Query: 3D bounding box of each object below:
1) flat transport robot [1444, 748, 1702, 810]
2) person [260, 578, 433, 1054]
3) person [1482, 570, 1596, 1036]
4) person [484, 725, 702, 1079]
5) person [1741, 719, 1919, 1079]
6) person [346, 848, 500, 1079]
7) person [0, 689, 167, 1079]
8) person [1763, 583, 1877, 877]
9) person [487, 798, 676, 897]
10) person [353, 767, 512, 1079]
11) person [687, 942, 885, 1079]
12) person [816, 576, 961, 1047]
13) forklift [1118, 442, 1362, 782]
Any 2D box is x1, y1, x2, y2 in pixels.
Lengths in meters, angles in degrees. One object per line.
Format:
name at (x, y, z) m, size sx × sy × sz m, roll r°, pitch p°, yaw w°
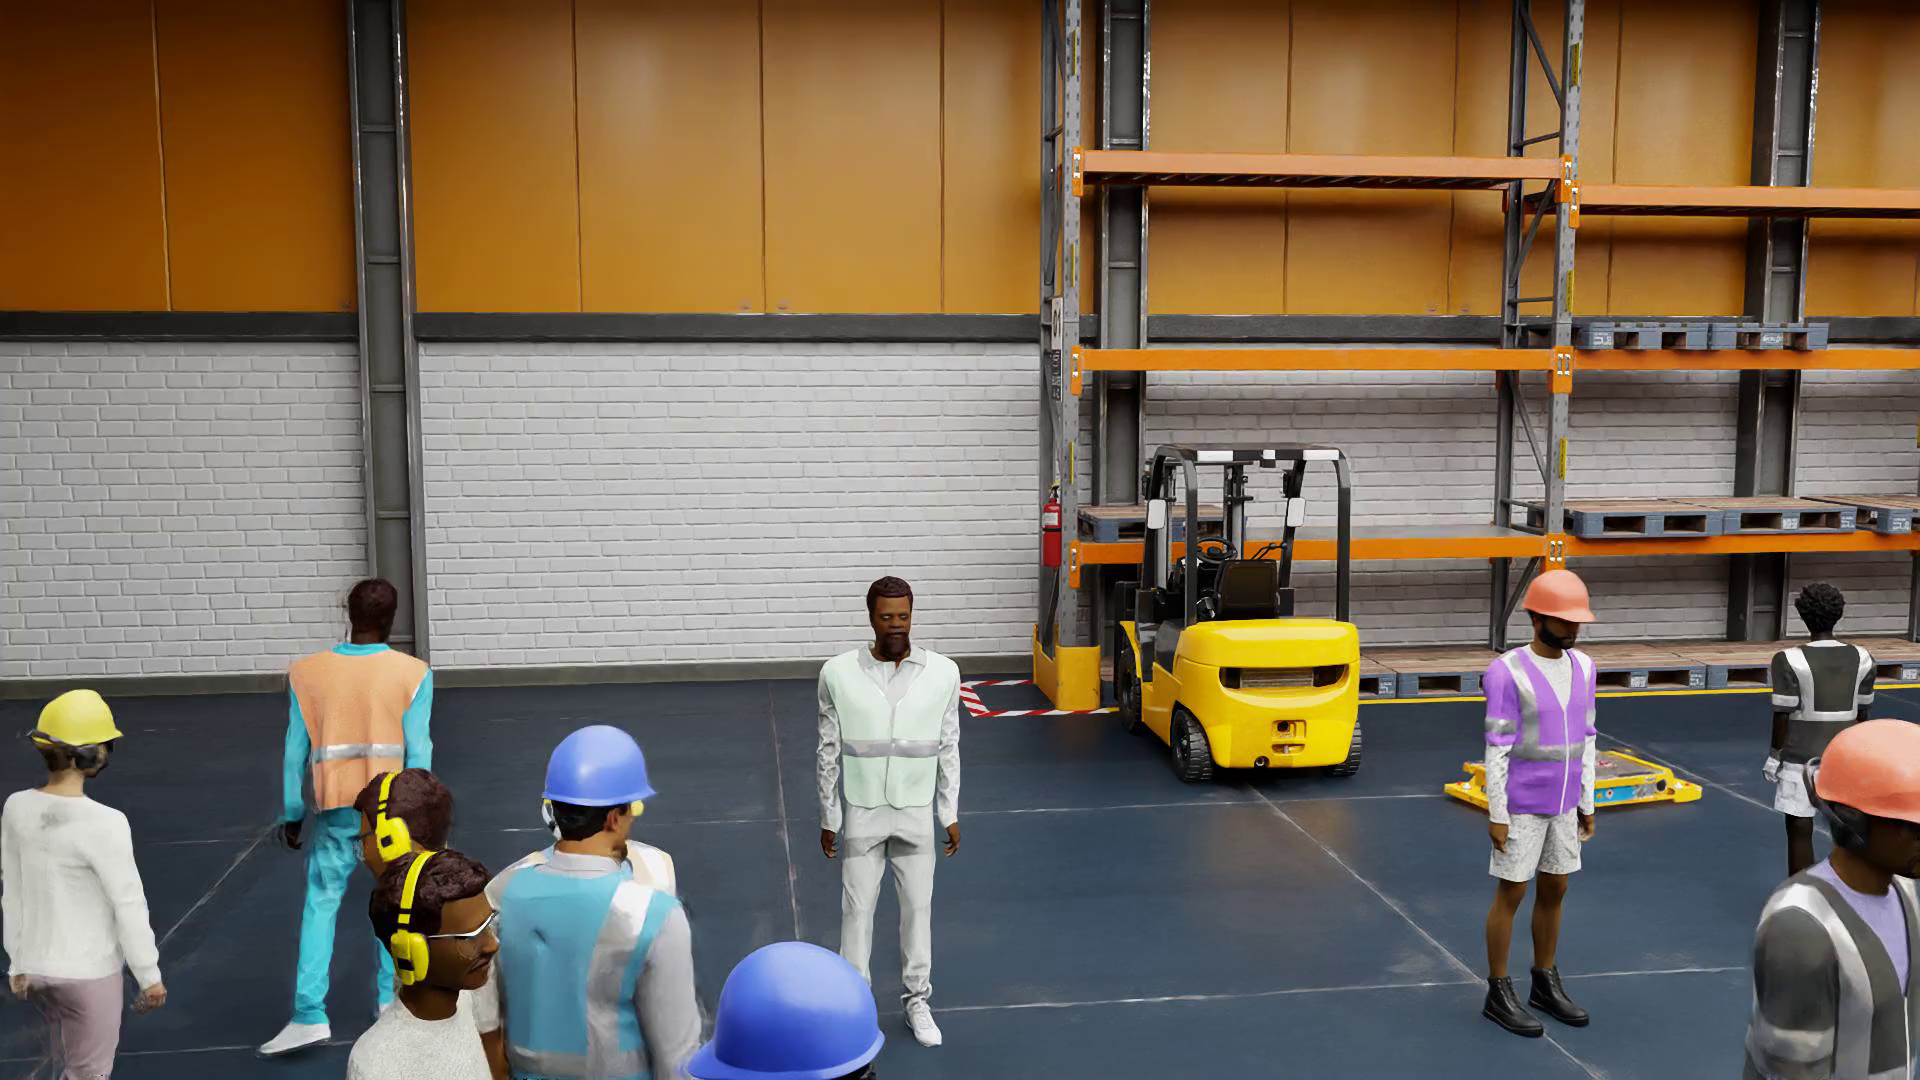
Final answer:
flat transport robot at (3.811, 1.503, 10.341) m, size 1.431 × 0.197 × 0.652 m, roll -2°, pitch 7°, yaw -20°
person at (-2.492, 1.115, 6.835) m, size 0.621 × 1.879 × 0.749 m, roll -1°, pitch 7°, yaw -5°
person at (2.422, 1.077, 6.881) m, size 0.545 × 1.930 × 0.387 m, roll -3°, pitch 7°, yaw -23°
person at (-0.870, 1.407, 3.968) m, size 0.637 × 1.939 × 0.442 m, roll 3°, pitch 7°, yaw 28°
person at (1.979, 1.389, 3.725) m, size 0.608 × 2.031 × 0.435 m, roll -6°, pitch 9°, yaw -40°
person at (-1.005, 1.518, 3.272) m, size 0.328 × 1.872 × 0.513 m, roll 0°, pitch 7°, yaw -3°
person at (-2.781, 1.343, 5.295) m, size 0.536 × 1.749 × 0.384 m, roll 3°, pitch 7°, yaw 27°
person at (4.161, 1.053, 8.075) m, size 0.536 × 1.699 × 0.322 m, roll -1°, pitch 7°, yaw -7°
person at (-0.954, 1.415, 4.340) m, size 0.403 × 1.832 × 0.586 m, roll 6°, pitch 9°, yaw 44°
person at (-1.157, 1.454, 4.042) m, size 0.477 × 1.831 × 0.593 m, roll -6°, pitch 9°, yaw -40°
person at (-0.200, 1.565, 2.578) m, size 0.415 × 1.939 × 0.604 m, roll 2°, pitch 7°, yaw 17°
person at (-0.287, 1.095, 6.753) m, size 0.591 × 1.922 × 0.390 m, roll -1°, pitch 7°, yaw -10°
forklift at (1.912, 0.418, 11.496) m, size 1.214 × 2.155 × 2.313 m, roll -1°, pitch 7°, yaw -8°
